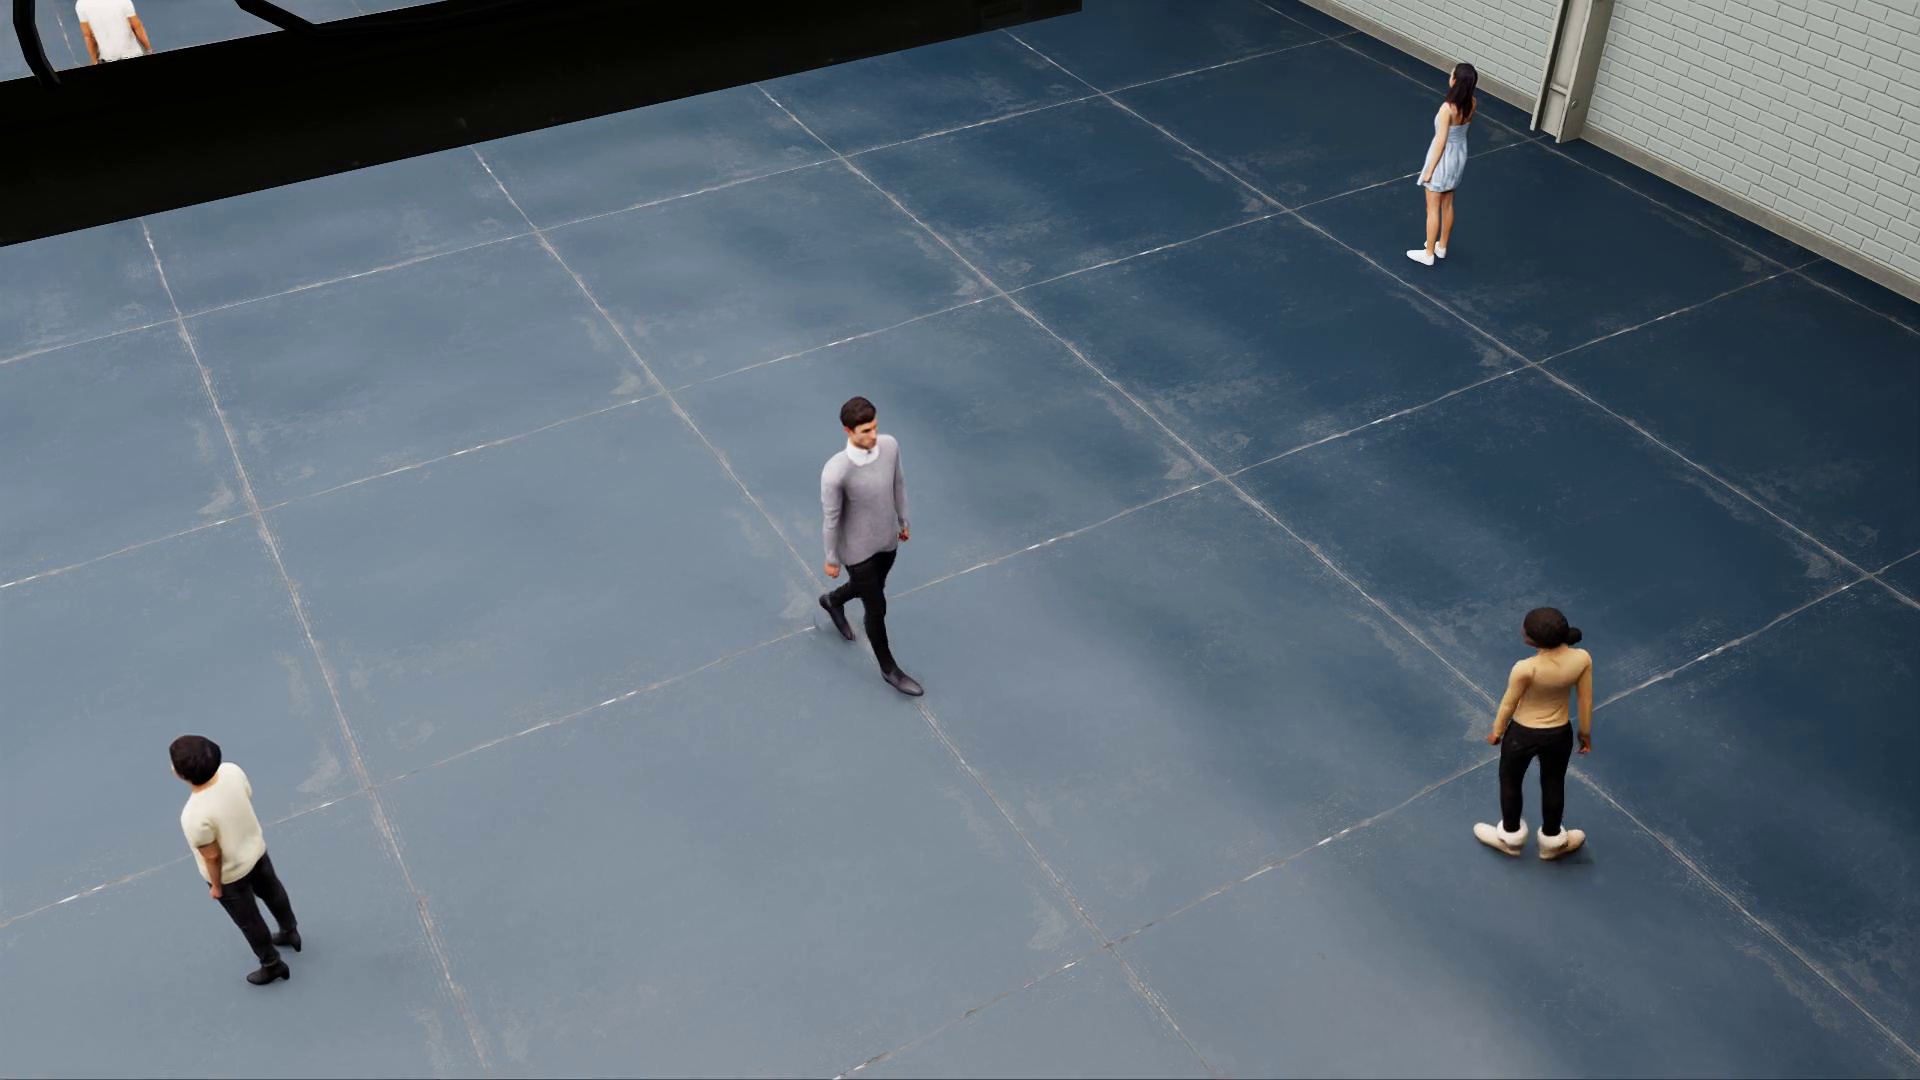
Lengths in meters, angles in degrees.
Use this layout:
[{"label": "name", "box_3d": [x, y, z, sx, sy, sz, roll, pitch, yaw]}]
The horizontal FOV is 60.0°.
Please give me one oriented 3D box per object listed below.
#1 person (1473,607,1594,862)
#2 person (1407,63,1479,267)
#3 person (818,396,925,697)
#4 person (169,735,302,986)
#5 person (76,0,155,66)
[{"label": "person", "box_3d": [3.039, 1.023, 8.552, 0.869, 1.630, 0.803, 4, 38, 5]}, {"label": "person", "box_3d": [4.022, -3.112, 13.757, 0.621, 1.730, 0.575, -27, 45, -30]}, {"label": "person", "box_3d": [-0.597, -0.034, 9.676, 1.300, 1.910, 0.993, 29, 46, 32]}, {"label": "person", "box_3d": [-3.460, 1.526, 7.945, 0.708, 1.587, 0.626, 7, 39, 8]}, {"label": "person", "box_3d": [-7.762, -4.409, 15.377, 0.851, 1.777, 1.072, -7, 39, -9]}]
